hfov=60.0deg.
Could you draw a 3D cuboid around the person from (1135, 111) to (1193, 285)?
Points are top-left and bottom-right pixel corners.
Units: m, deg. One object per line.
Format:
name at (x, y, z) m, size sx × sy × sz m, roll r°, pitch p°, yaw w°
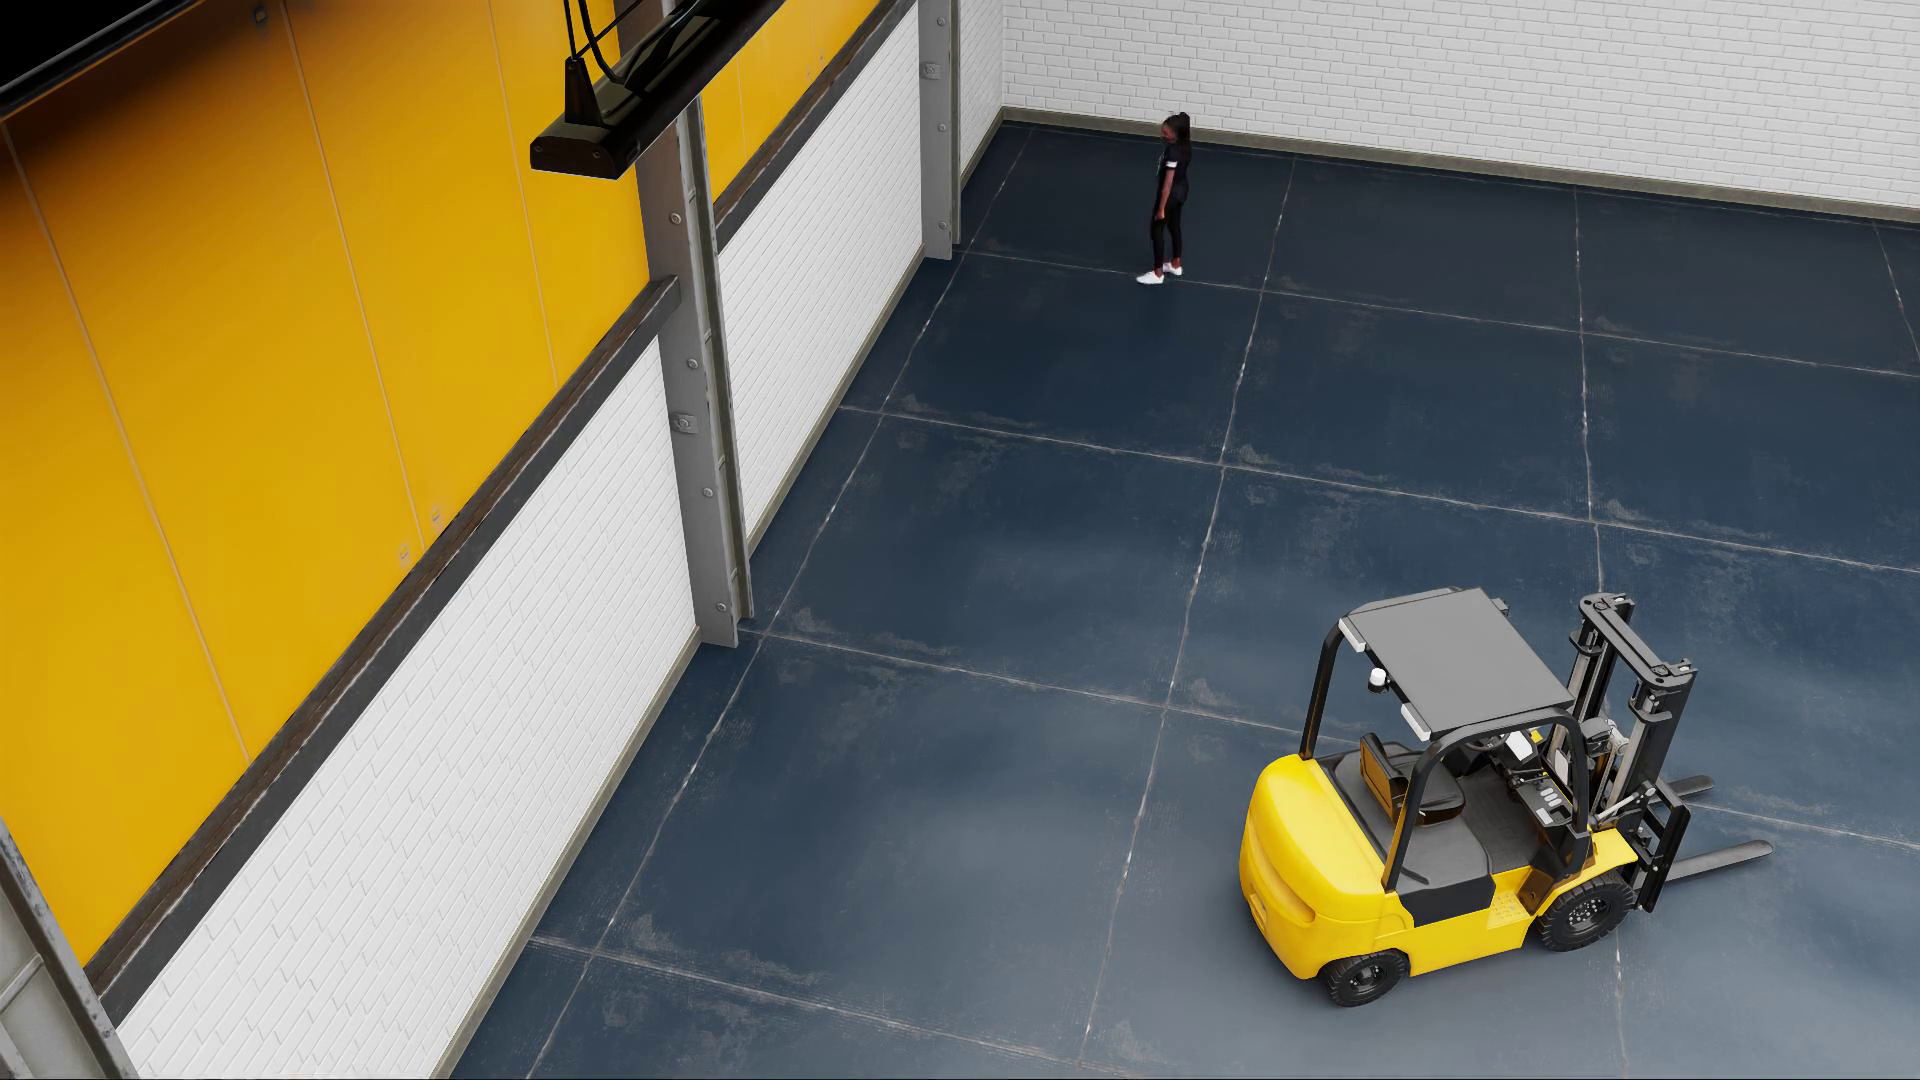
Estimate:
person at (2.010, -3.308, 15.972) m, size 0.733 × 1.736 × 0.562 m, roll 20°, pitch 43°, yaw 23°
